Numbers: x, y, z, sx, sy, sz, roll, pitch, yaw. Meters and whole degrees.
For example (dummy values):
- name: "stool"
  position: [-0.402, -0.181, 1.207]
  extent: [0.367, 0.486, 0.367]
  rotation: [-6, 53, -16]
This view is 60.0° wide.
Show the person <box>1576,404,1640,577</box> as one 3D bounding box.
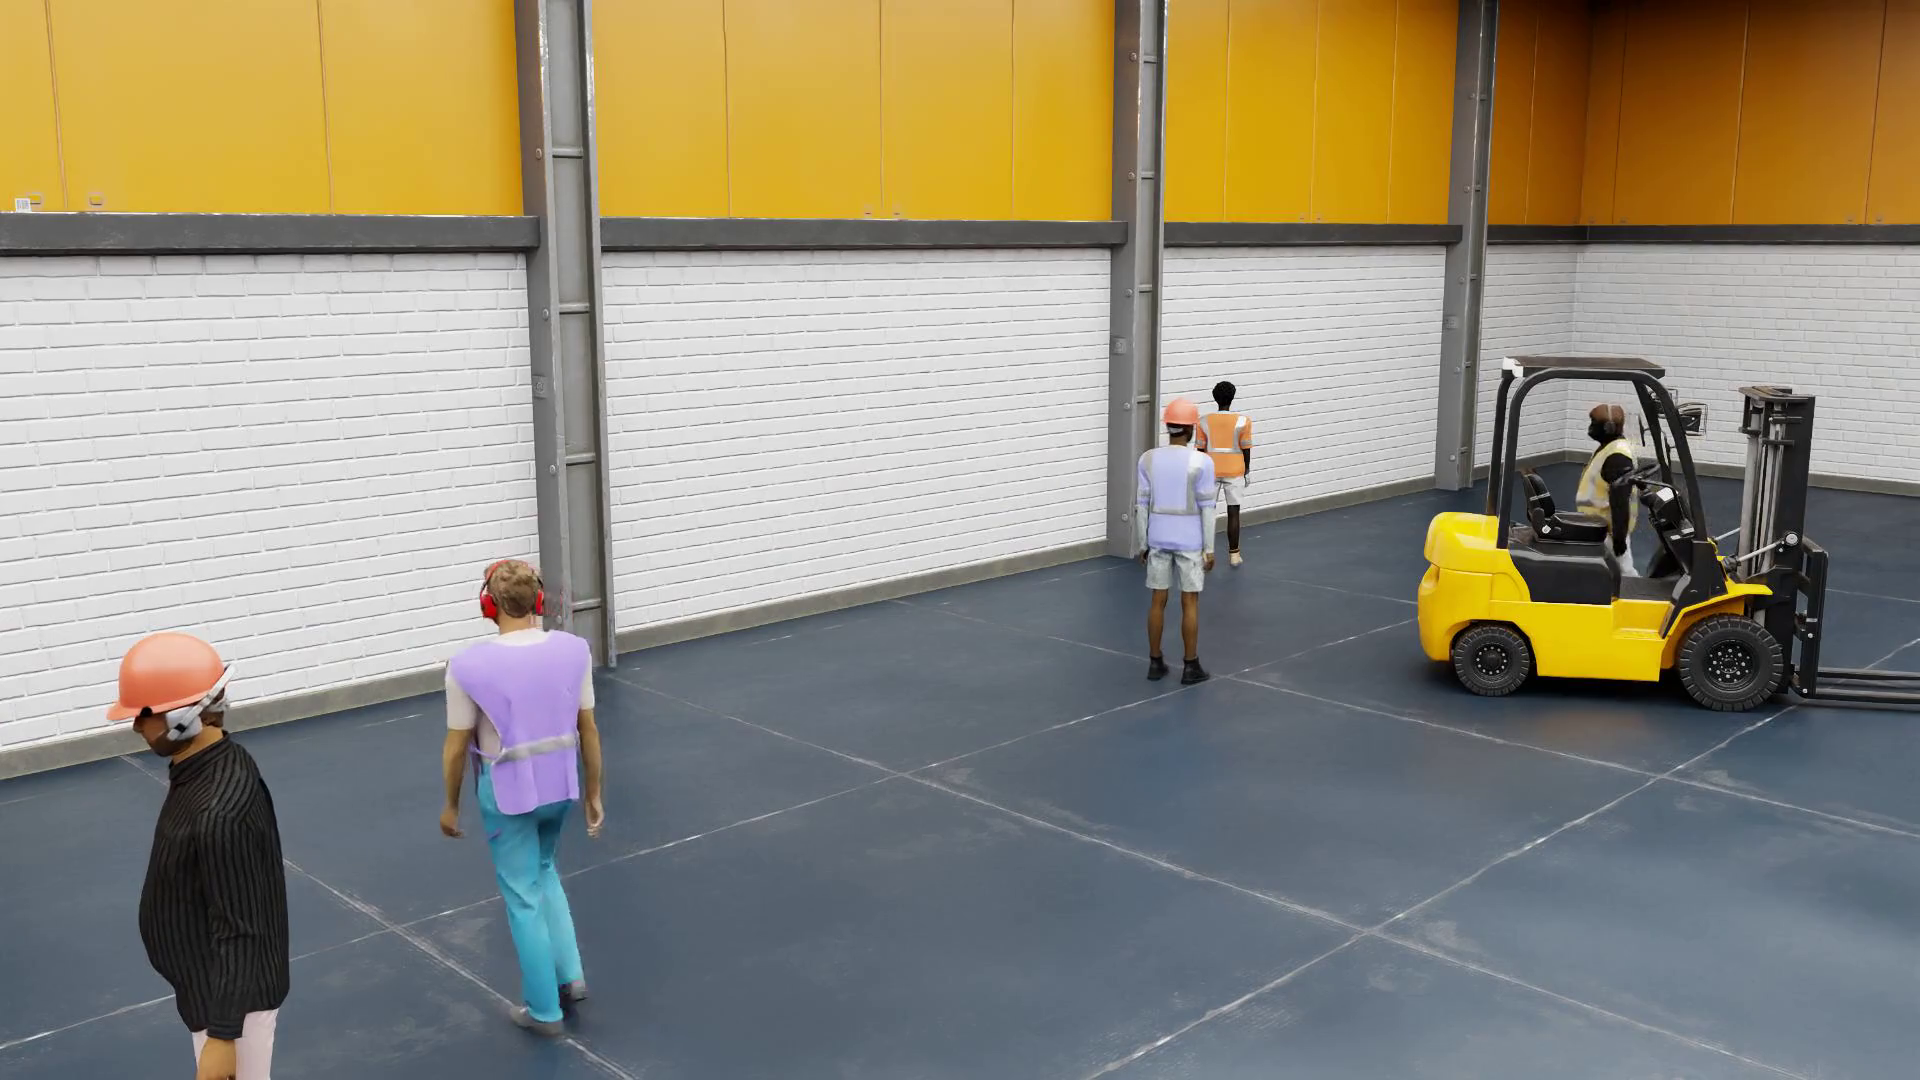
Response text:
- name: "person"
  position: [4.761, -0.102, 12.228]
  extent: [0.957, 1.805, 0.634]
  rotation: [4, 11, 18]

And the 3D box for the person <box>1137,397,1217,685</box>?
- name: "person"
  position: [1.471, 0.002, 11.214]
  extent: [0.551, 1.935, 0.372]
  rotation: [5, 12, 27]

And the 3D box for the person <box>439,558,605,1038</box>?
- name: "person"
  position: [-1.639, 0.976, 6.232]
  extent: [0.483, 1.822, 0.557]
  rotation: [9, 14, 42]

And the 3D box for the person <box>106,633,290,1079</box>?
- name: "person"
  position: [-2.008, 1.214, 4.478]
  extent: [0.393, 1.985, 0.610]
  rotation: [-5, 12, -26]

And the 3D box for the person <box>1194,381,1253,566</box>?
- name: "person"
  position: [2.400, -0.604, 15.198]
  extent: [0.531, 1.694, 0.320]
  rotation: [4, 11, 19]

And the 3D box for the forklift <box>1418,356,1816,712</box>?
- name: "forklift"
  position: [4.276, -0.101, 11.076]
  extent: [2.313, 2.155, 1.214]
  rotation: [2, 11, 13]
